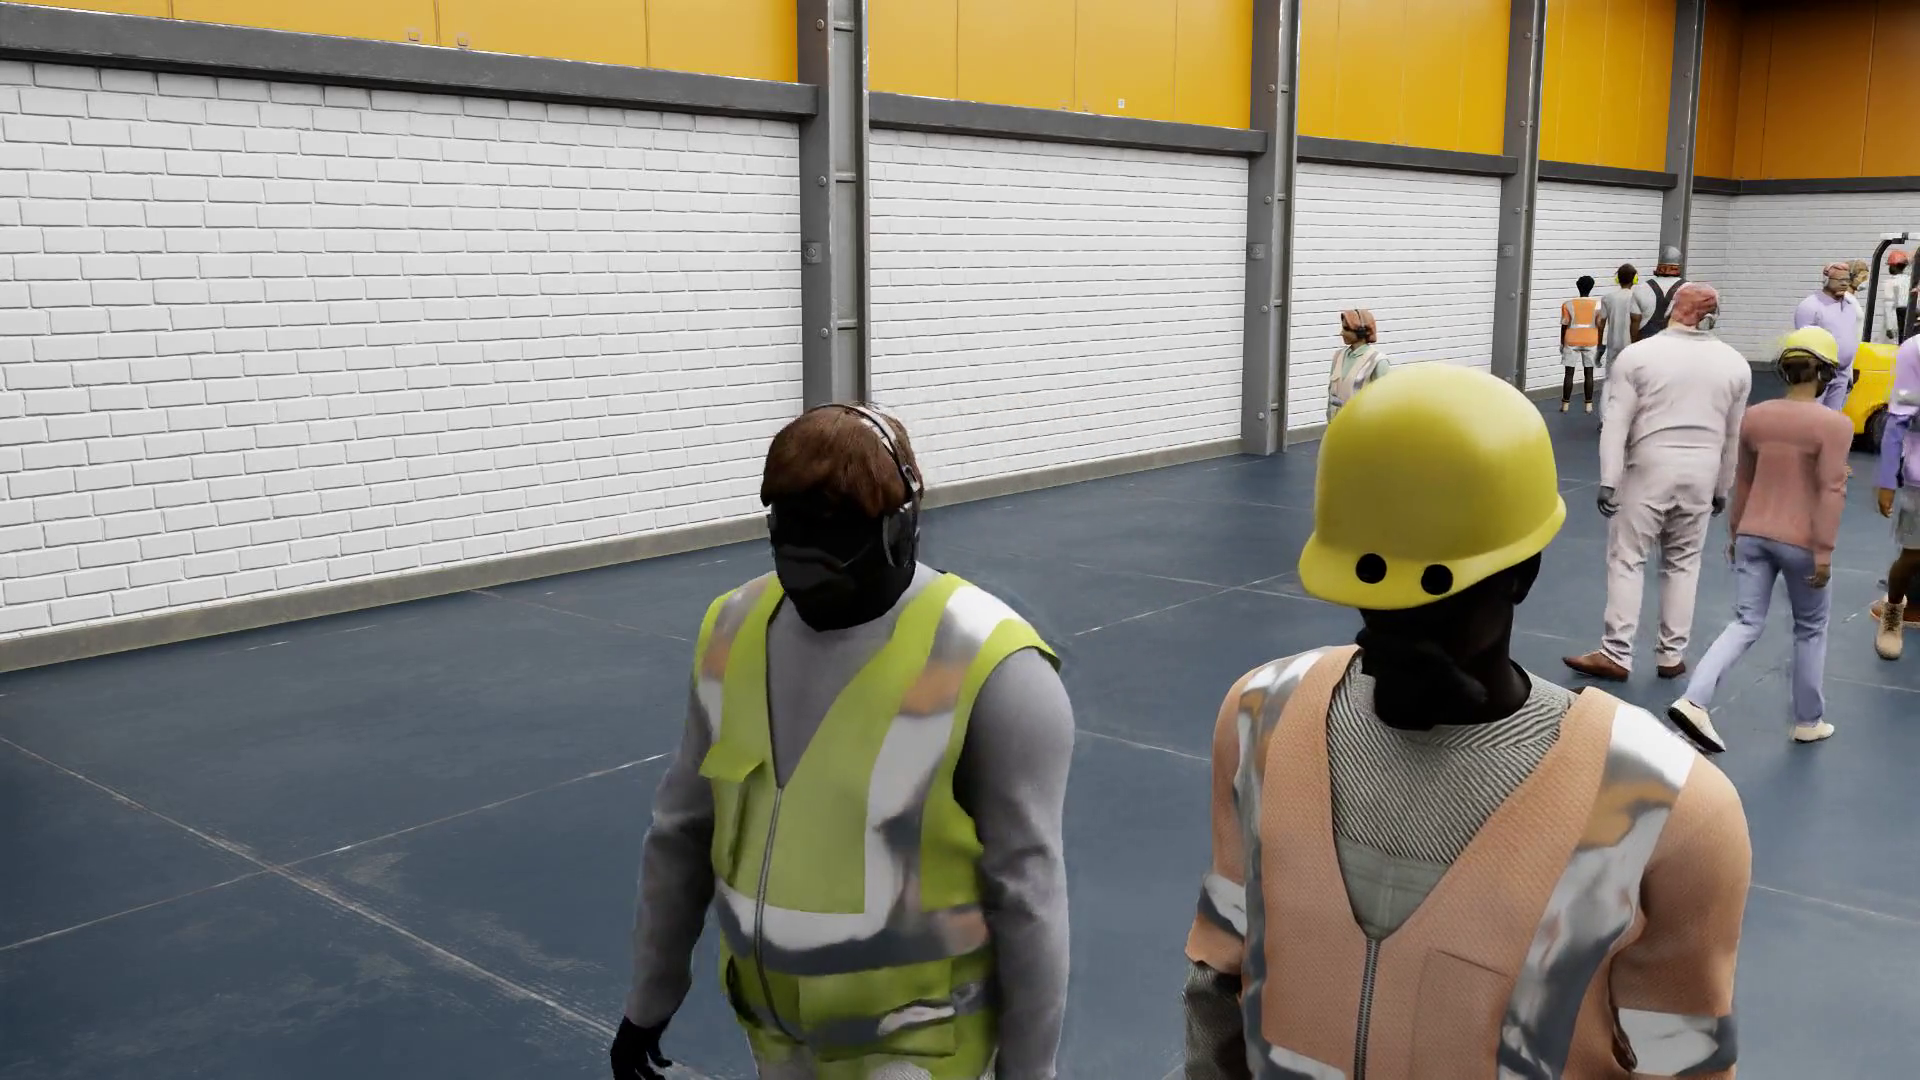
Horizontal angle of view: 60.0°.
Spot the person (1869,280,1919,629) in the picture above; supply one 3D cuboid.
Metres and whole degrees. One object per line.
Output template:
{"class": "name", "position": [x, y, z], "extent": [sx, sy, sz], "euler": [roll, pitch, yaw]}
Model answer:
{"class": "person", "position": [5.177, -0.491, 8.756], "extent": [0.643, 1.980, 0.515], "euler": [-6, 11, -29]}

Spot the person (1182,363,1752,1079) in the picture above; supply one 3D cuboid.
{"class": "person", "position": [0.477, 0.770, 1.770], "extent": [0.586, 1.917, 0.380], "euler": [8, 13, 38]}

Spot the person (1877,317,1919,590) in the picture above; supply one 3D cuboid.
{"class": "person", "position": [5.918, -0.571, 9.770], "extent": [0.800, 1.800, 0.608], "euler": [1, 10, 8]}

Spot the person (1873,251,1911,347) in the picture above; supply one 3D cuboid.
{"class": "person", "position": [13.262, -3.078, 23.488], "extent": [0.608, 2.001, 1.049], "euler": [-3, 10, -16]}

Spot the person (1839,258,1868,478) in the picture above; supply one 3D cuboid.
{"class": "person", "position": [7.853, -1.534, 14.835], "extent": [0.372, 1.938, 0.627], "euler": [6, 11, 29]}

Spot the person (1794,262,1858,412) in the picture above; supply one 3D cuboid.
{"class": "person", "position": [7.472, -1.430, 14.334], "extent": [0.649, 1.904, 0.401], "euler": [-4, 11, -24]}

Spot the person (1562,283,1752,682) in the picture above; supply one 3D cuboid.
{"class": "person", "position": [3.295, -0.267, 7.845], "extent": [0.777, 1.865, 0.473], "euler": [0, 10, -2]}

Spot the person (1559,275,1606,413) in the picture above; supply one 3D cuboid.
{"class": "person", "position": [7.668, -2.410, 20.523], "extent": [0.532, 1.691, 0.318], "euler": [2, 10, 13]}

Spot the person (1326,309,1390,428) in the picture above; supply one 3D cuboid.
{"class": "person", "position": [2.581, -0.683, 10.843], "extent": [0.314, 1.636, 0.514], "euler": [-5, 11, -28]}

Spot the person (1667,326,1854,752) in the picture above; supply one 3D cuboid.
{"class": "person", "position": [3.264, 0.004, 6.693], "extent": [0.786, 1.723, 0.527], "euler": [-5, 11, -28]}

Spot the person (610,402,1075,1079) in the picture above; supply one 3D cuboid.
{"class": "person", "position": [-0.240, 0.722, 2.346], "extent": [0.650, 1.810, 0.829], "euler": [8, 13, 39]}

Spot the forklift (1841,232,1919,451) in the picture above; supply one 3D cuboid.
{"class": "forklift", "position": [9.955, -1.972, 16.595], "extent": [2.313, 2.155, 1.214], "euler": [1, 10, 8]}

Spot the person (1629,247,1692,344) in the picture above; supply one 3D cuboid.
{"class": "person", "position": [7.362, -2.037, 17.402], "extent": [0.683, 2.000, 0.536], "euler": [5, 11, 27]}

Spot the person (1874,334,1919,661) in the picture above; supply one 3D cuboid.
{"class": "person", "position": [4.595, -0.316, 7.746], "extent": [0.648, 1.997, 0.976], "euler": [3, 10, 14]}

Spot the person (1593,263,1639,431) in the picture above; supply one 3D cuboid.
{"class": "person", "position": [7.278, -2.106, 18.293], "extent": [0.558, 1.871, 0.356], "euler": [7, 12, 35]}
